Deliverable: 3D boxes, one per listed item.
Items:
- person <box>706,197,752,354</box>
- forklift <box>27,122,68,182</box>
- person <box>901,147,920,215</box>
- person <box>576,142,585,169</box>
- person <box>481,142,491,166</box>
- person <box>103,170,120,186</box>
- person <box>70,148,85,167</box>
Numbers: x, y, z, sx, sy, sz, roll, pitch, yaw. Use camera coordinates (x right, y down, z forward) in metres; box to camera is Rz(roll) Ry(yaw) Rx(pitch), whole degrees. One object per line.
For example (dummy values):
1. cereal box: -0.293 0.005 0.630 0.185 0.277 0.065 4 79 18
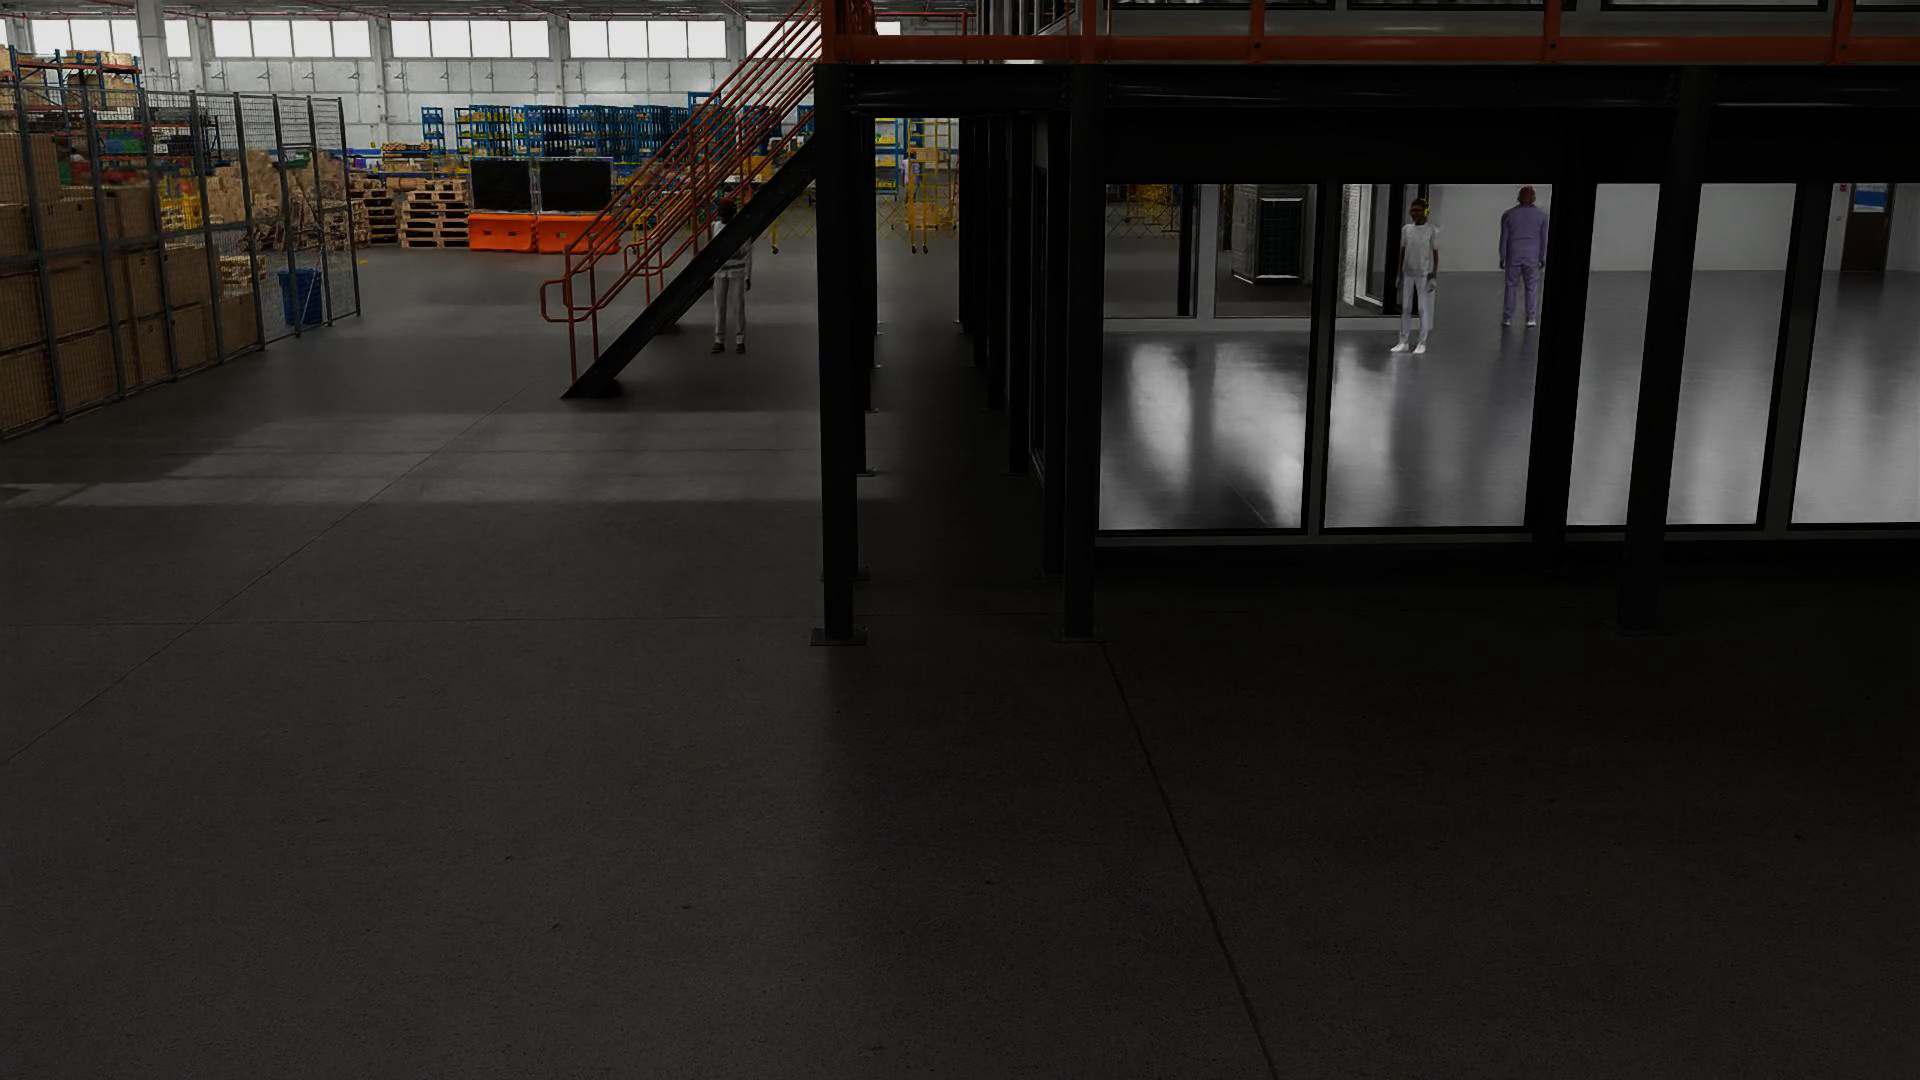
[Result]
1. person: -2.804 -3.198 20.142 0.575 1.882 0.355 2 14 6
2. forklift: -35.376 -14.773 64.377 1.129 2.768 1.873 -1 14 -2
3. person: -1.487 -10.911 50.641 0.615 2.043 0.373 7 16 25
4. person: -19.133 -19.159 84.032 0.404 1.830 0.602 -11 18 -38
5. person: -23.230 -18.546 81.486 0.622 1.889 1.007 3 14 10
6. person: -15.526 -5.889 30.846 0.823 1.912 0.551 -5 15 -21
7. person: -40.244 -17.040 75.885 0.562 1.667 0.410 -5 15 -20
